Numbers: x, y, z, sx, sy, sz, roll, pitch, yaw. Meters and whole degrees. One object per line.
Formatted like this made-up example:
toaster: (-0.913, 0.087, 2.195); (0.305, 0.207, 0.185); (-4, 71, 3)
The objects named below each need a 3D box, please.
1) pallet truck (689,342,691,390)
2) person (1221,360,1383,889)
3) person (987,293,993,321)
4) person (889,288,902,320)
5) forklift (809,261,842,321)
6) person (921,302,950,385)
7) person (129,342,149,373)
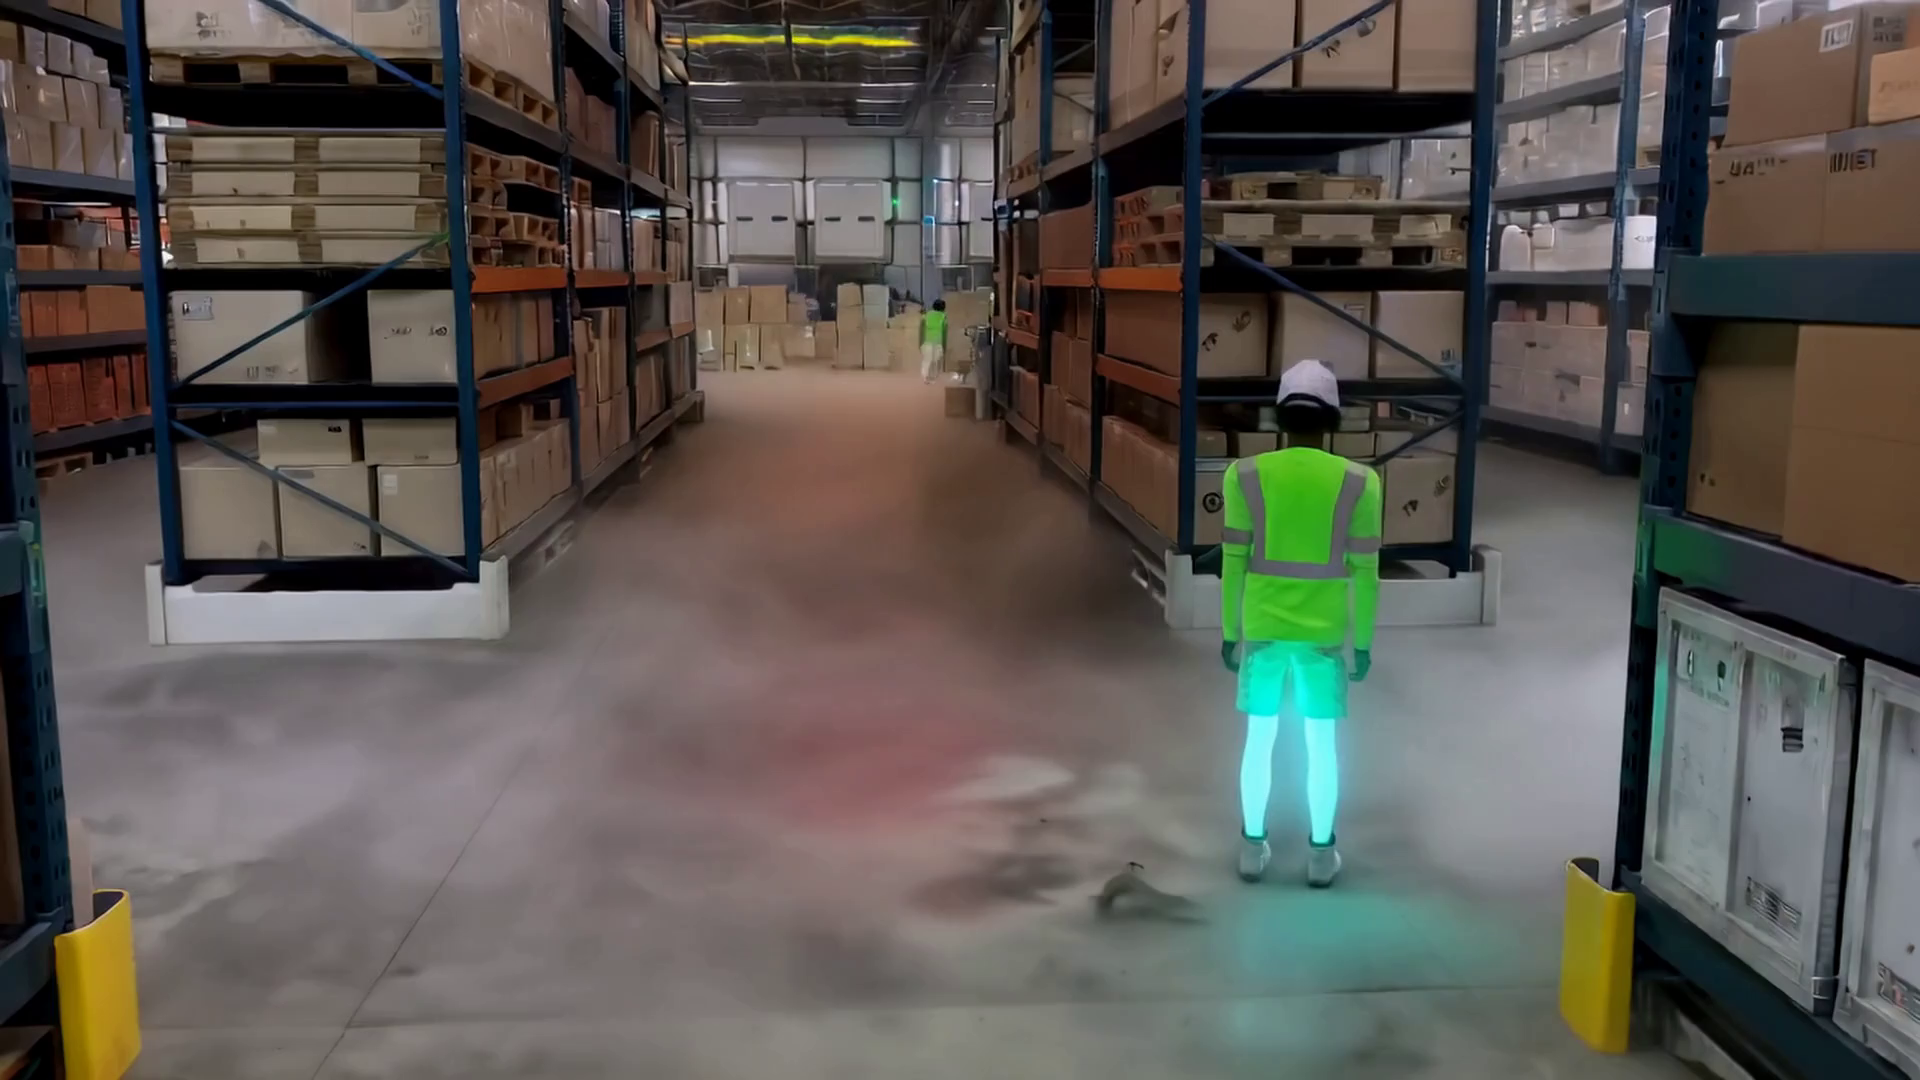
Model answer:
pallet truck: (-5.225, -3.008, 27.480); (1.885, 1.965, 0.823); (2, 9, 14)
person: (1.308, 0.328, 6.445); (0.601, 2.035, 0.407); (2, 9, 14)
person: (0.712, -5.809, 45.461); (1.018, 1.892, 0.638); (2, 9, 11)
person: (-2.311, -7.829, 57.981); (0.634, 1.930, 0.384); (3, 10, 20)
forklift: (-4.323, -7.854, 55.147); (1.873, 2.768, 1.129); (6, 11, 35)
person: (-0.557, -4.238, 35.864); (0.686, 1.797, 0.807); (6, 11, 33)
person: (-13.635, -3.066, 27.944); (0.645, 1.973, 0.438); (-1, 9, -3)
